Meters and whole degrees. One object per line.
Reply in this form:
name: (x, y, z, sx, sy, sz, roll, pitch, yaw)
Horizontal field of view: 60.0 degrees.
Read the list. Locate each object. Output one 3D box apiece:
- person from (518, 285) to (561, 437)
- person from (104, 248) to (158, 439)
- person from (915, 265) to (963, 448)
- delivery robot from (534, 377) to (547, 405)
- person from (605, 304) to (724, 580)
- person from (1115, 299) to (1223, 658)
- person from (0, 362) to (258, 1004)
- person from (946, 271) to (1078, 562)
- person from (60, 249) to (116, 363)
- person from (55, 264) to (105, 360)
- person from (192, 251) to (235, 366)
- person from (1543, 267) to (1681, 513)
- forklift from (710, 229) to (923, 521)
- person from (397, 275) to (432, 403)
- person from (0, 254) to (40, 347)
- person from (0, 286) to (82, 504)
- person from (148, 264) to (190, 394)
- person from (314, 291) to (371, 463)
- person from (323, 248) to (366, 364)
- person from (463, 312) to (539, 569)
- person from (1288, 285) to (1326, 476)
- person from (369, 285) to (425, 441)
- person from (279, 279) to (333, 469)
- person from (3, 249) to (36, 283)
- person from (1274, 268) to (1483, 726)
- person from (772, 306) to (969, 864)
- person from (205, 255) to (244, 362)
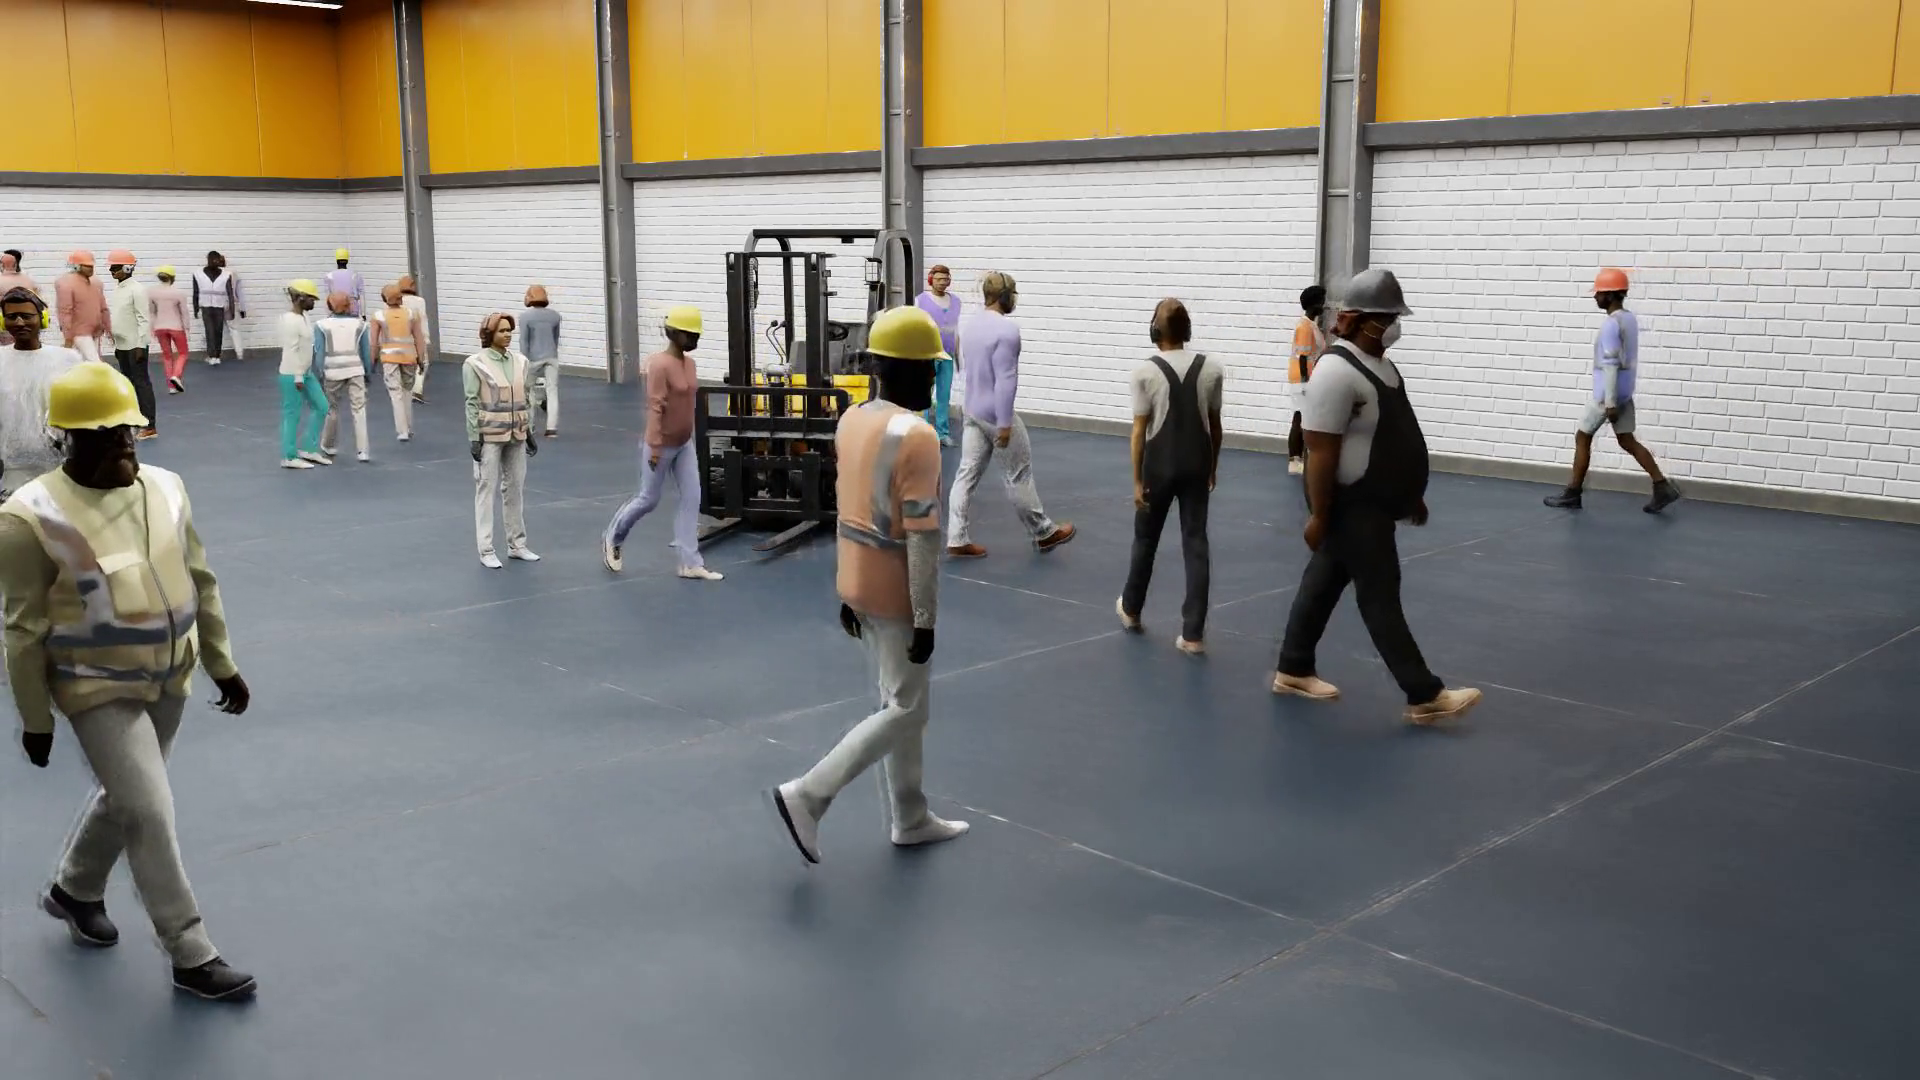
person: (-4.512, -1.912, 17.752, 0.494, 1.602, 0.727, -7, 13, -34)
person: (-8.714, -2.053, 17.463, 0.609, 1.995, 0.376, 8, 13, 38)
person: (-0.236, -1.830, 16.664, 0.567, 1.841, 0.375, -8, 13, -36)
delivery robot: (-5.320, -1.872, 20.149, 0.707, 0.478, 0.477, 9, 14, 40)
person: (-1.880, -0.613, 10.368, 0.815, 1.723, 0.539, 4, 11, 22)
person: (1.101, -0.343, 8.672, 0.538, 1.802, 0.932, -2, 11, -9)
person: (-2.413, 0.382, 4.751, 0.905, 1.797, 0.595, 4, 11, 21)
person: (0.306, -0.815, 10.985, 0.993, 1.889, 0.662, -6, 12, -30)
person: (-10.077, -2.397, 19.448, 0.923, 1.959, 0.616, 1, 10, 5)
person: (-12.417, -3.100, 23.509, 0.637, 1.876, 0.906, -4, 11, -21)
person: (-12.237, -3.788, 27.276, 0.617, 1.866, 0.942, -6, 12, -31)
person: (5.085, -1.144, 12.793, 0.951, 1.903, 0.554, 9, 14, 40)
forklift: (-1.050, -1.319, 12.920, 1.214, 2.155, 2.313, 2, 11, 13)
person: (-6.980, -2.542, 21.131, 0.536, 1.632, 0.344, 2, 11, 13)
person: (-12.525, -2.844, 22.070, 0.540, 1.893, 0.648, 5, 11, 24)
person: (-4.817, -0.380, 8.685, 0.513, 1.872, 0.328, -5, 12, -25)
person: (-10.601, -2.818, 22.310, 0.526, 1.754, 0.416, -1, 10, -4)
person: (-5.860, -1.548, 15.781, 0.528, 1.600, 0.820, -6, 12, -31)
person: (-9.512, -3.542, 25.759, 0.594, 1.930, 0.353, -3, 11, -17)
person: (-2.970, -0.642, 10.766, 0.309, 1.649, 0.523, 8, 13, 36)
person: (3.092, -1.418, 14.832, 0.318, 1.694, 0.534, 4, 11, 21)
person: (-5.912, -1.855, 17.403, 0.536, 1.605, 0.754, -7, 12, -32)
person: (-5.975, -1.506, 15.177, 0.532, 1.726, 0.549, -1, 10, -5)
person: (-14.050, -3.342, 24.696, 0.622, 1.910, 1.004, 8, 13, 35)
person: (1.848, -0.223, 7.362, 1.012, 2.000, 0.684, 5, 12, 26)
person: (-0.295, 0.170, 5.604, 0.713, 1.907, 0.591, -6, 12, -30)
person: (-12.561, -3.945, 28.321, 0.462, 1.820, 0.678, 10, 14, 43)
